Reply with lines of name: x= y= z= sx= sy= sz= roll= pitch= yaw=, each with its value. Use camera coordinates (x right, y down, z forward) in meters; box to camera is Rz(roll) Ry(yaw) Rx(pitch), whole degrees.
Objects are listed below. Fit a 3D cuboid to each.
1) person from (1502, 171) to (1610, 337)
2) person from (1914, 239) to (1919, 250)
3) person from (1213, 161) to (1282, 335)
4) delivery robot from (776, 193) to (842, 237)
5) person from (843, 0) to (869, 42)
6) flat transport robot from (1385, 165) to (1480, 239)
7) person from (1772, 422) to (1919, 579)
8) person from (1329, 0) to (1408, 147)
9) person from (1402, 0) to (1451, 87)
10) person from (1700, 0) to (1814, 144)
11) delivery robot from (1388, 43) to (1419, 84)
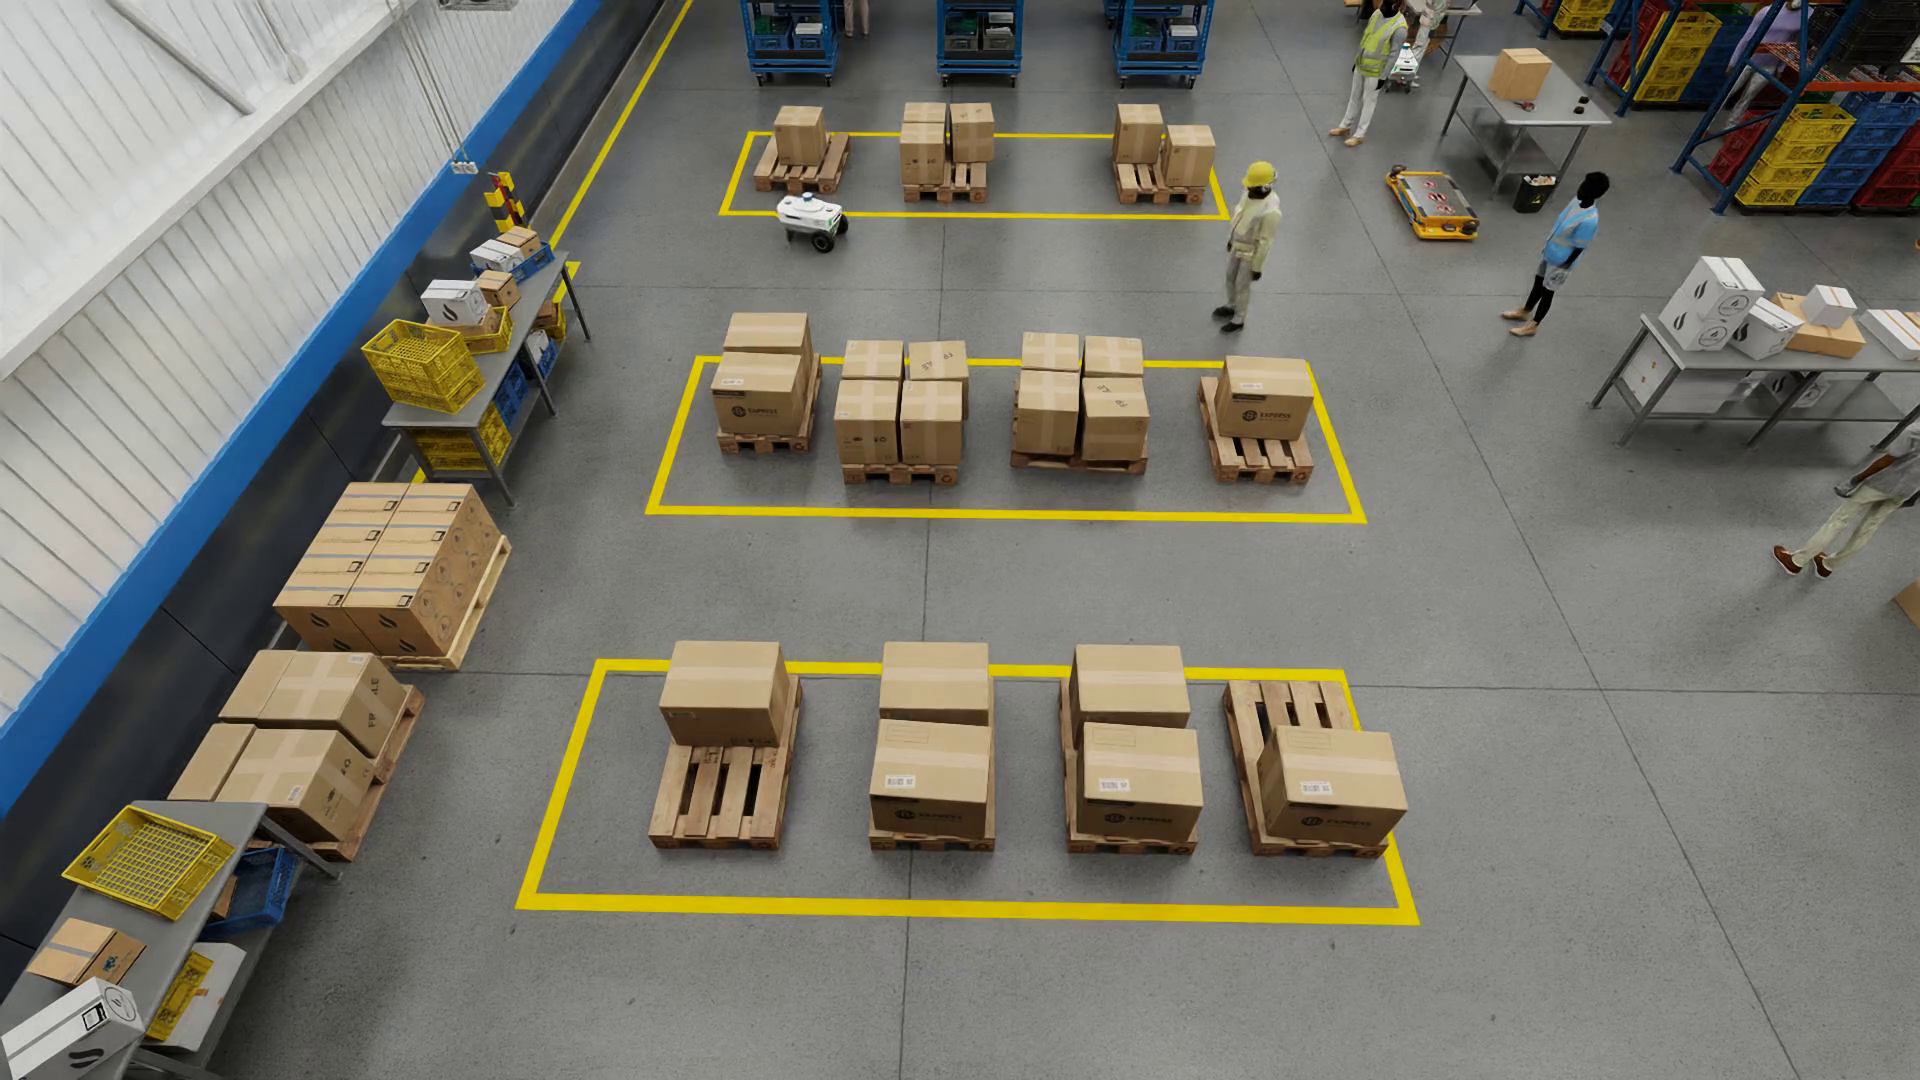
person: x=5.860 y=-2.783 z=8.987 sx=0.317 sy=1.695 sz=0.540 roll=6 pitch=49 yaw=5
person: x=11.251 y=-3.931 z=9.860 sx=0.574 sy=1.883 sz=0.356 roll=9 pitch=50 yaw=8
person: x=2.817 y=-2.841 z=8.966 sx=0.461 sy=1.804 sz=0.621 roll=-10 pitch=50 yaw=-8
delivery robot: x=-1.726 y=-3.728 z=10.496 sx=0.707 sy=0.478 sz=0.477 roll=14 pitch=51 yaw=12
person: x=-1.612 y=-8.674 z=13.905 sx=0.628 sy=1.980 sz=0.411 roll=-19 pitch=52 yaw=-16
flat transport robot: x=5.692 y=-4.094 z=11.059 sx=0.652 sy=0.197 sz=1.431 roll=1 pitch=49 yaw=1
person: x=6.890 y=-0.403 z=6.814 sx=0.513 sy=1.872 sz=0.328 roll=10 pitch=50 yaw=9
person: x=5.231 y=-6.007 z=11.683 sx=0.429 sy=1.842 sz=0.633 roll=-15 pitch=51 yaw=-13
person: x=6.638 y=-7.294 z=12.935 sx=0.318 sy=1.630 sz=0.527 roll=12 pitch=50 yaw=10
person: x=10.161 y=-6.069 z=11.680 sx=0.636 sy=1.935 sz=0.375 roll=17 pitch=51 yaw=14
delivery robot: x=6.373 y=-6.919 z=13.258 sx=0.477 sy=0.478 sz=0.707 roll=5 pitch=49 yaw=4
